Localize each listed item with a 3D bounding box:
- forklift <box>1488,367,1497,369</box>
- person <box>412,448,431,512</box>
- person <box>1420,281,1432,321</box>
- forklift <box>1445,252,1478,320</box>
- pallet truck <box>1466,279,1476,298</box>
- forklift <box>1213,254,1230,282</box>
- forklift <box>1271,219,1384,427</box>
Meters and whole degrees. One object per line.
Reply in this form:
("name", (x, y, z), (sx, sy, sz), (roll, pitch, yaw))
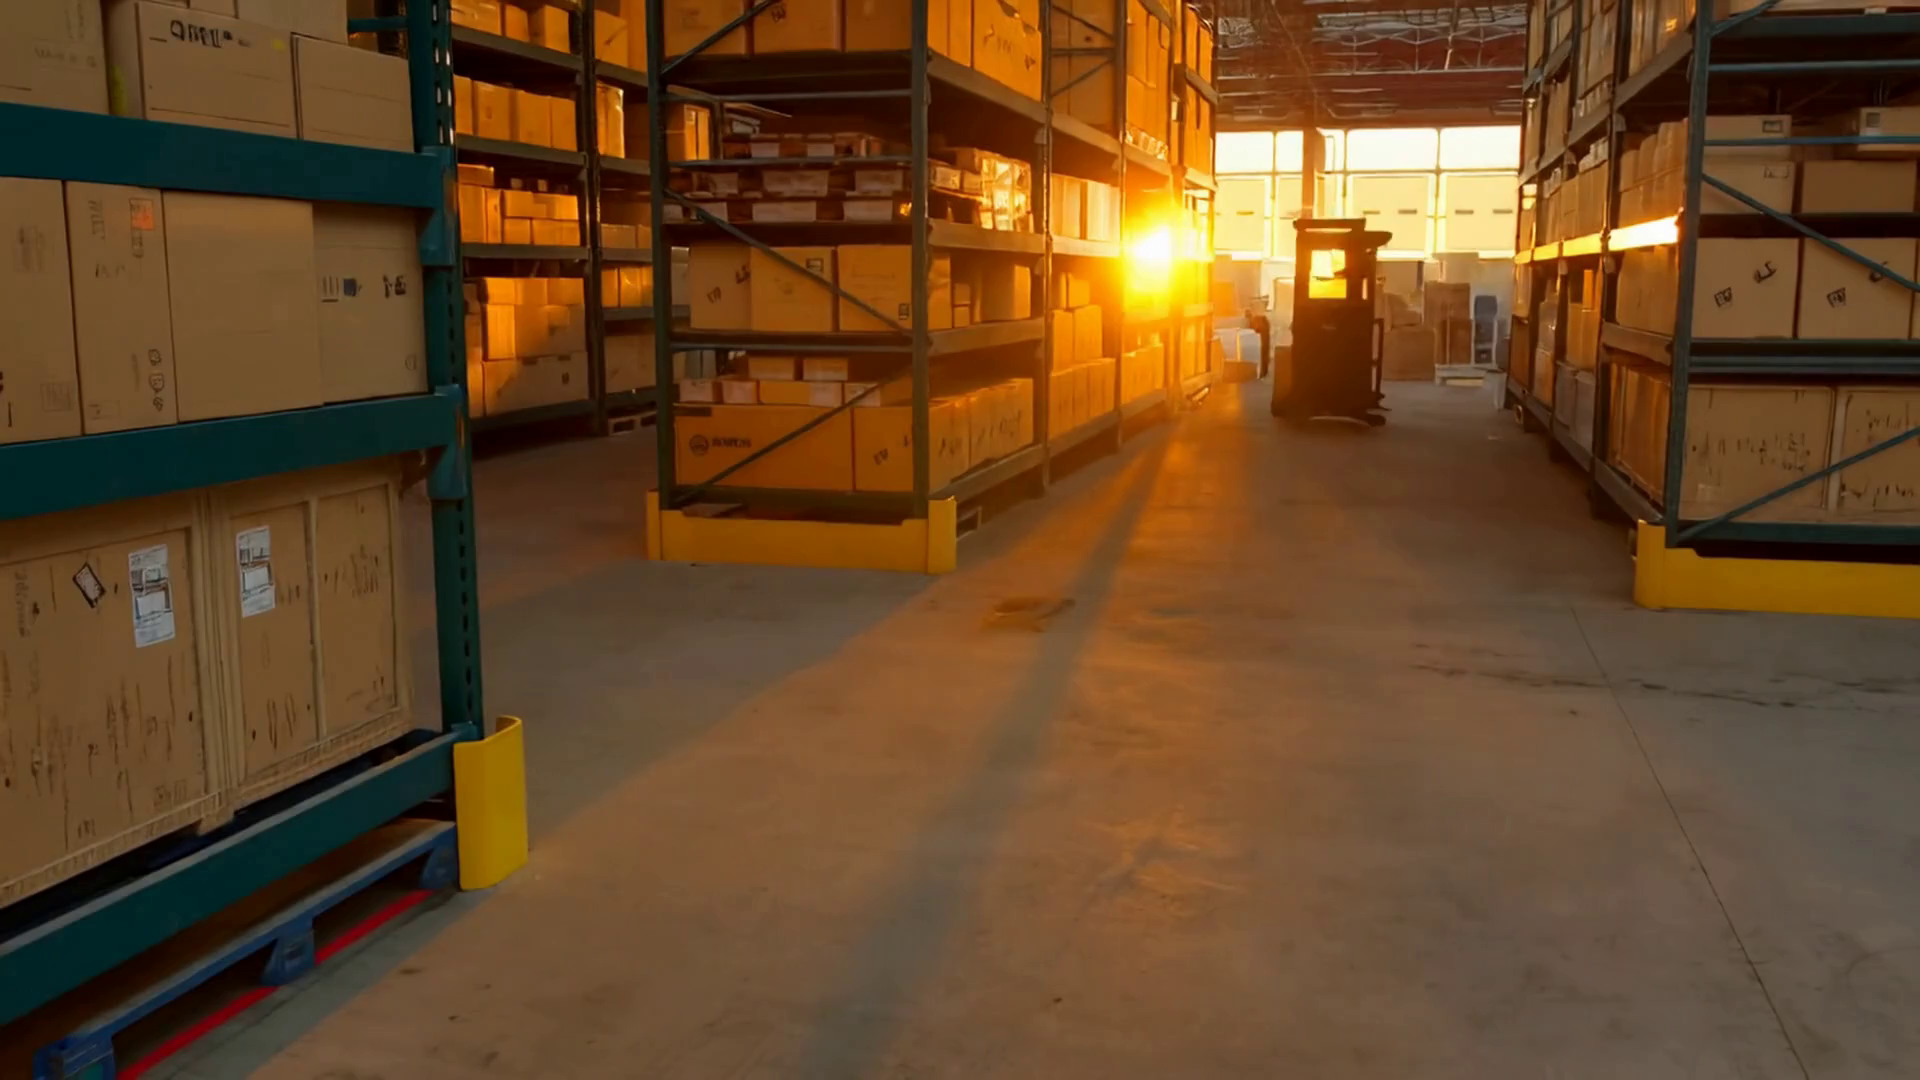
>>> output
("forklift", (12.037, -4.793, 34.225), (1.129, 2.768, 1.873), (-4, 10, -26))
("person", (-4.587, -1.152, 14.456), (0.625, 1.828, 0.458), (9, 12, 43))
("person", (14.134, -6.799, 49.991), (0.629, 1.931, 0.383), (8, 12, 41))
("forklift", (15.464, -7.504, 51.449), (1.129, 2.768, 1.873), (-2, 9, -11))
("pallet truck", (18.896, -8.459, 60.307), (1.885, 1.965, 0.823), (5, 10, 31))
("forklift", (8.566, -8.070, 55.044), (1.873, 2.768, 1.129), (-2, 9, -14))
("forklift", (5.053, -3.017, 22.942), (1.129, 2.768, 1.873), (-1, 9, -4))
